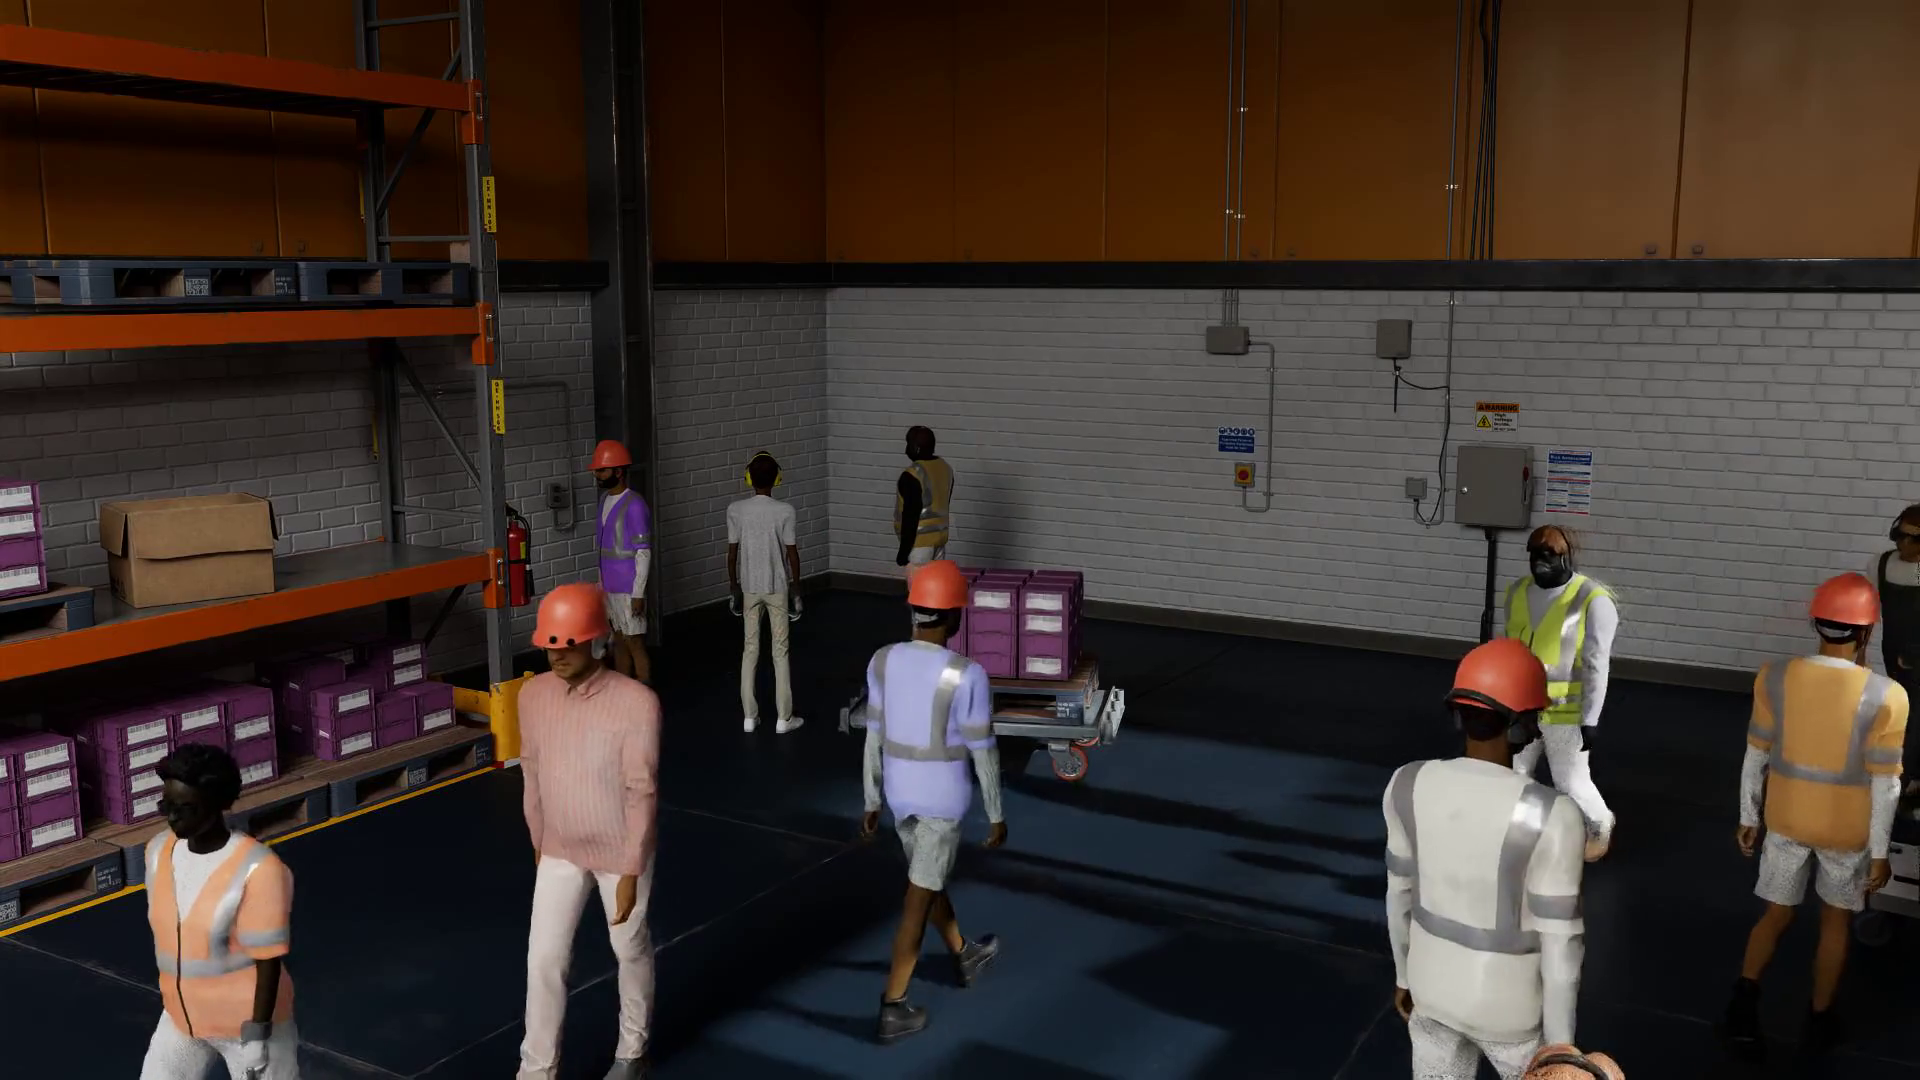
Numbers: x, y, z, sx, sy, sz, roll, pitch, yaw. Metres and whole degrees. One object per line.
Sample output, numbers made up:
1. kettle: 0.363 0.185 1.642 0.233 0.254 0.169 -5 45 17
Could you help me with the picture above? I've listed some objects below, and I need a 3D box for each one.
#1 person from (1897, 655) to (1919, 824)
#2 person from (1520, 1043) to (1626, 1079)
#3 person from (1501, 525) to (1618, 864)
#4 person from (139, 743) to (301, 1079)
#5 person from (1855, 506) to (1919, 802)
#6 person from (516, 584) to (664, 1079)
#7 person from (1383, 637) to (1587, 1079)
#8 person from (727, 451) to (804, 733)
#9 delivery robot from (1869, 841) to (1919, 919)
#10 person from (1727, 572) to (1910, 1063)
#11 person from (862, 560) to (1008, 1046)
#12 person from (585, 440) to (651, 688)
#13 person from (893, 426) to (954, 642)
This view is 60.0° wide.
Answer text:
1. person: 5.499 0.601 9.014 1.028 1.993 0.633 -3 10 -19
2. person: 1.107 1.730 3.093 0.541 1.624 0.360 6 11 32
3. person: 2.947 0.815 8.242 0.820 1.821 0.626 -8 12 -40
4. person: -2.211 1.421 4.841 0.549 1.670 0.679 3 10 20
5. person: 5.281 0.673 9.268 1.035 1.777 0.588 -5 10 -30
6. person: -1.343 1.126 5.838 0.616 1.951 0.920 3 9 16
7. person: 1.481 1.276 4.688 0.421 2.028 0.644 -8 12 -41
8. person: -1.279 0.345 10.982 0.524 1.876 0.325 2 9 11
9. delivery robot: 4.421 1.532 7.389 0.707 0.478 0.477 8 12 40
10. person: 3.213 1.081 6.299 0.557 1.917 0.751 9 13 43
11. person: -0.047 1.017 6.732 0.564 1.887 0.966 7 11 37
12. person: -2.283 0.295 11.103 0.375 1.935 0.551 -7 12 -39
13. person: -0.308 0.017 13.132 0.430 1.845 0.619 5 10 30
